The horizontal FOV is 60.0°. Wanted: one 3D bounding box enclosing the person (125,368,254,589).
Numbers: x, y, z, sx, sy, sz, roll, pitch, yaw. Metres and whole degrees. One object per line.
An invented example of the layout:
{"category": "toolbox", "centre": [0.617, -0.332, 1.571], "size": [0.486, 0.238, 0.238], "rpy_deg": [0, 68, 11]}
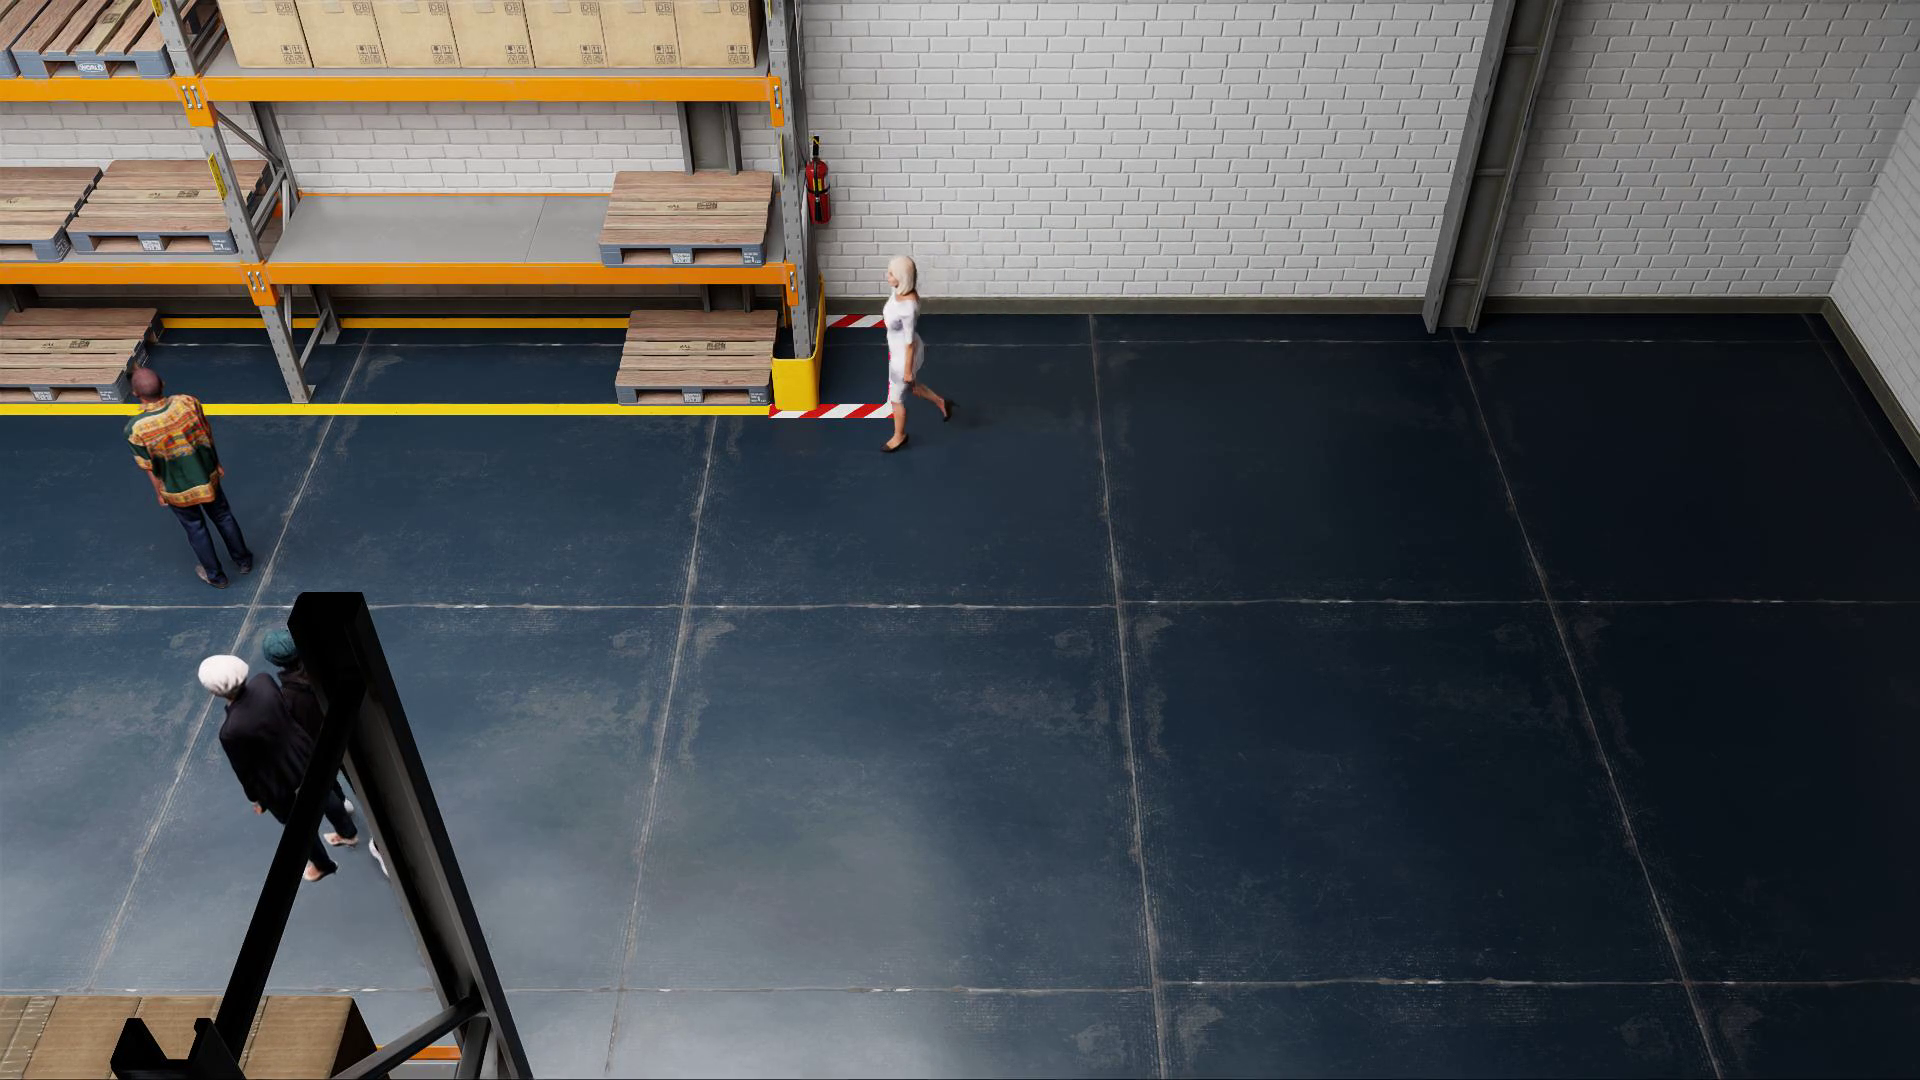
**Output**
{"category": "person", "centre": [-5.160, -0.416, 11.125], "size": [0.875, 1.808, 0.821], "rpy_deg": [33, 52, 30]}

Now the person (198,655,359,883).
{"category": "person", "centre": [-3.559, 1.159, 8.755], "size": [0.692, 1.777, 0.781], "rpy_deg": [12, 45, 12]}

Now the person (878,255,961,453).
{"category": "person", "centre": [-0.334, -1.371, 12.182], "size": [0.916, 1.732, 0.673], "rpy_deg": [-8, 44, -8]}

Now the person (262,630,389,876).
{"category": "person", "centre": [-3.503, 1.239, 9.414], "size": [1.162, 1.771, 1.215], "rpy_deg": [-33, 53, -30]}
